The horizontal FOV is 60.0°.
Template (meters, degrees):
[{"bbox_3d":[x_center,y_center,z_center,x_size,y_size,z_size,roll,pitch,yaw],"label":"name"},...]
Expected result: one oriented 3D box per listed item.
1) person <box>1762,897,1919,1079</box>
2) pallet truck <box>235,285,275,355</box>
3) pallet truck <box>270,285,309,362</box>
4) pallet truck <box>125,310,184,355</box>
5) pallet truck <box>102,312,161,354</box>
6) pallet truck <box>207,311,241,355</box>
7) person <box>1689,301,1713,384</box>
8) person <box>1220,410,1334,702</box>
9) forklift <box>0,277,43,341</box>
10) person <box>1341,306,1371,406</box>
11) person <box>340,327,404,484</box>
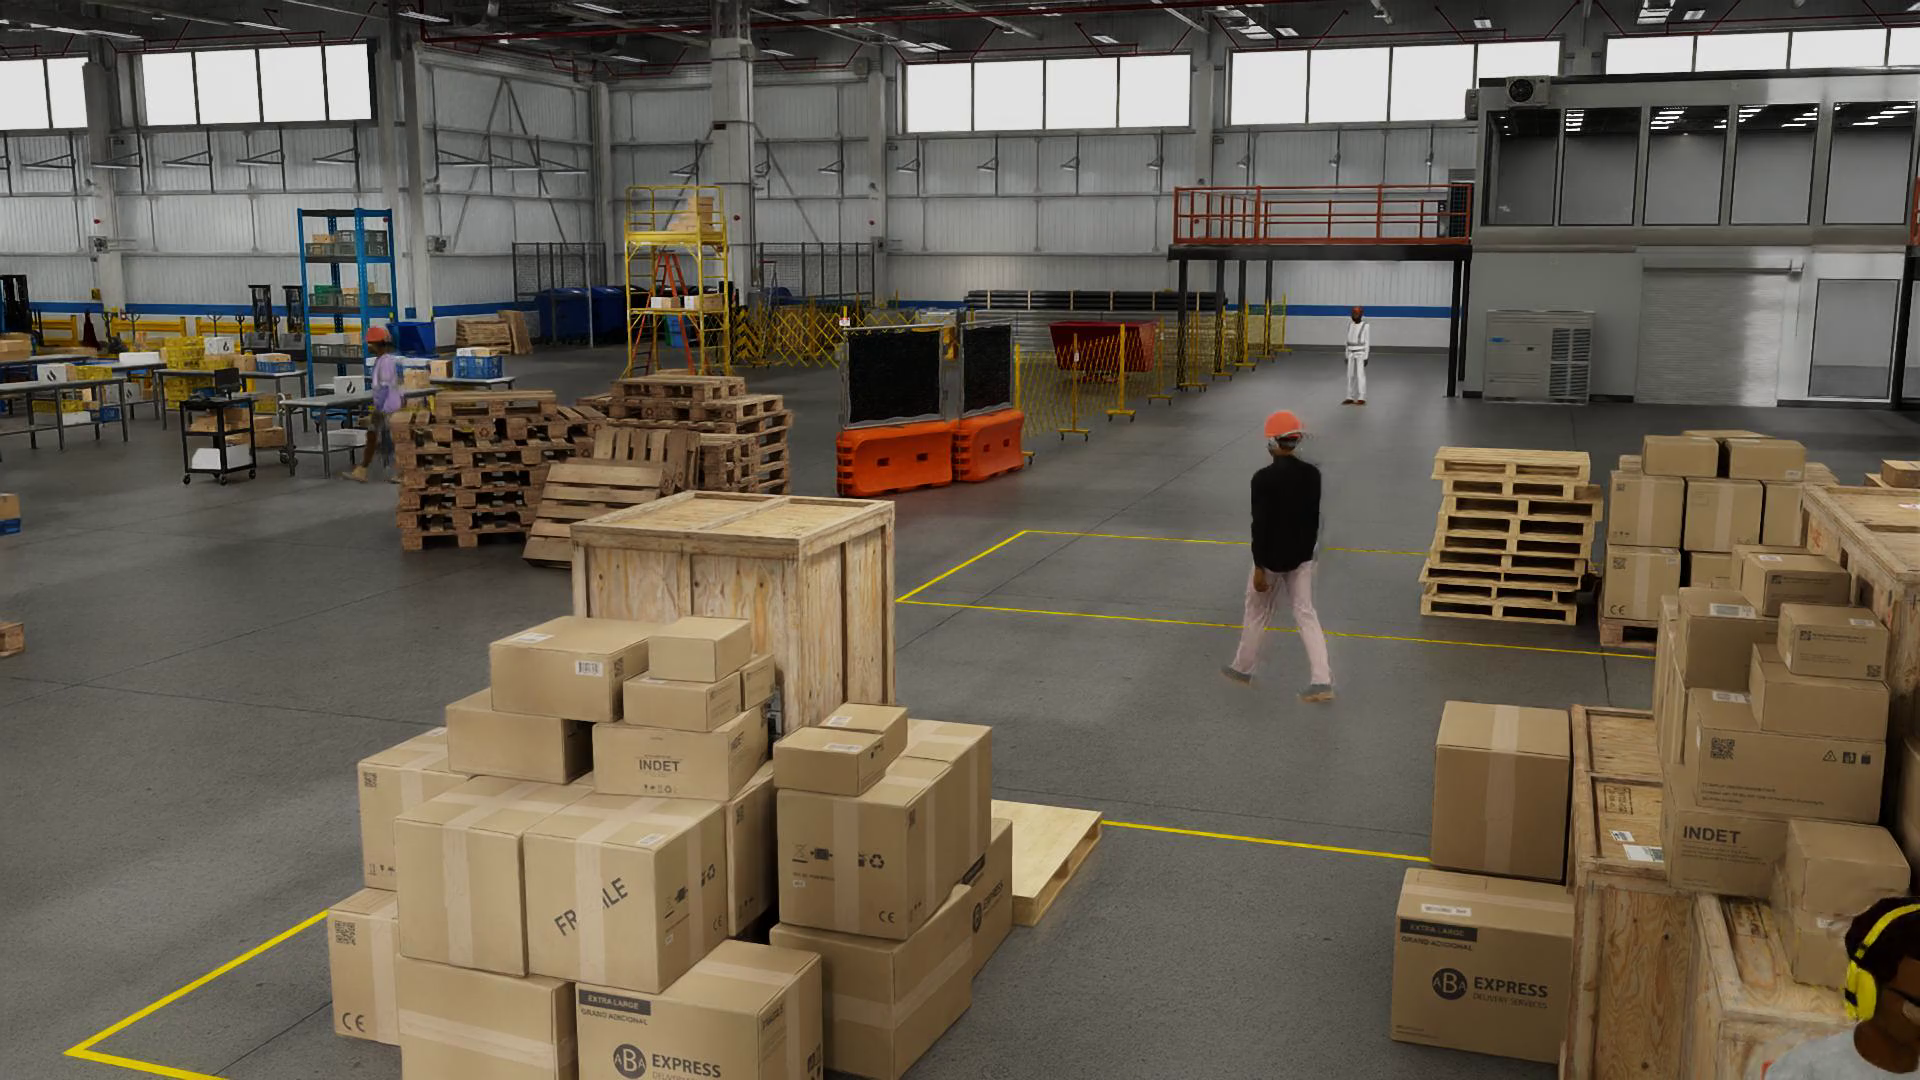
[{"bbox_3d":[1.750,1.570,3.224,0.505,1.817,0.991,-2,10,-13],"label":"person"},{"bbox_3d":[-18.327,-5.835,44.421,0.823,1.965,1.885,4,11,23],"label":"pallet truck"},{"bbox_3d":[-17.147,-5.700,43.663,0.823,1.965,1.885,3,11,17],"label":"pallet truck"},{"bbox_3d":[-22.038,-5.665,45.457,0.704,1.261,1.522,3,11,17],"label":"pallet truck"},{"bbox_3d":[-23.057,-5.777,46.261,0.680,1.201,1.601,3,11,19],"label":"pallet truck"},{"bbox_3d":[-19.537,-5.575,44.913,0.653,1.274,1.630,3,11,19],"label":"pallet truck"},{"bbox_3d":[15.592,-4.112,34.997,0.785,1.881,0.673,-3,11,-17],"label":"person"},{"bbox_3d":[2.191,0.100,11.166,0.641,1.945,1.040,-6,11,-29],"label":"person"},{"bbox_3d":[-27.151,-6.329,46.328,1.157,1.987,2.680,3,11,17],"label":"forklift"},{"bbox_3d":[7.506,-3.475,31.468,0.359,1.880,0.580,-6,12,-30],"label":"person"},{"bbox_3d":[-7.400,-1.678,21.012,0.976,2.003,0.613,-7,12,-34],"label":"person"}]
